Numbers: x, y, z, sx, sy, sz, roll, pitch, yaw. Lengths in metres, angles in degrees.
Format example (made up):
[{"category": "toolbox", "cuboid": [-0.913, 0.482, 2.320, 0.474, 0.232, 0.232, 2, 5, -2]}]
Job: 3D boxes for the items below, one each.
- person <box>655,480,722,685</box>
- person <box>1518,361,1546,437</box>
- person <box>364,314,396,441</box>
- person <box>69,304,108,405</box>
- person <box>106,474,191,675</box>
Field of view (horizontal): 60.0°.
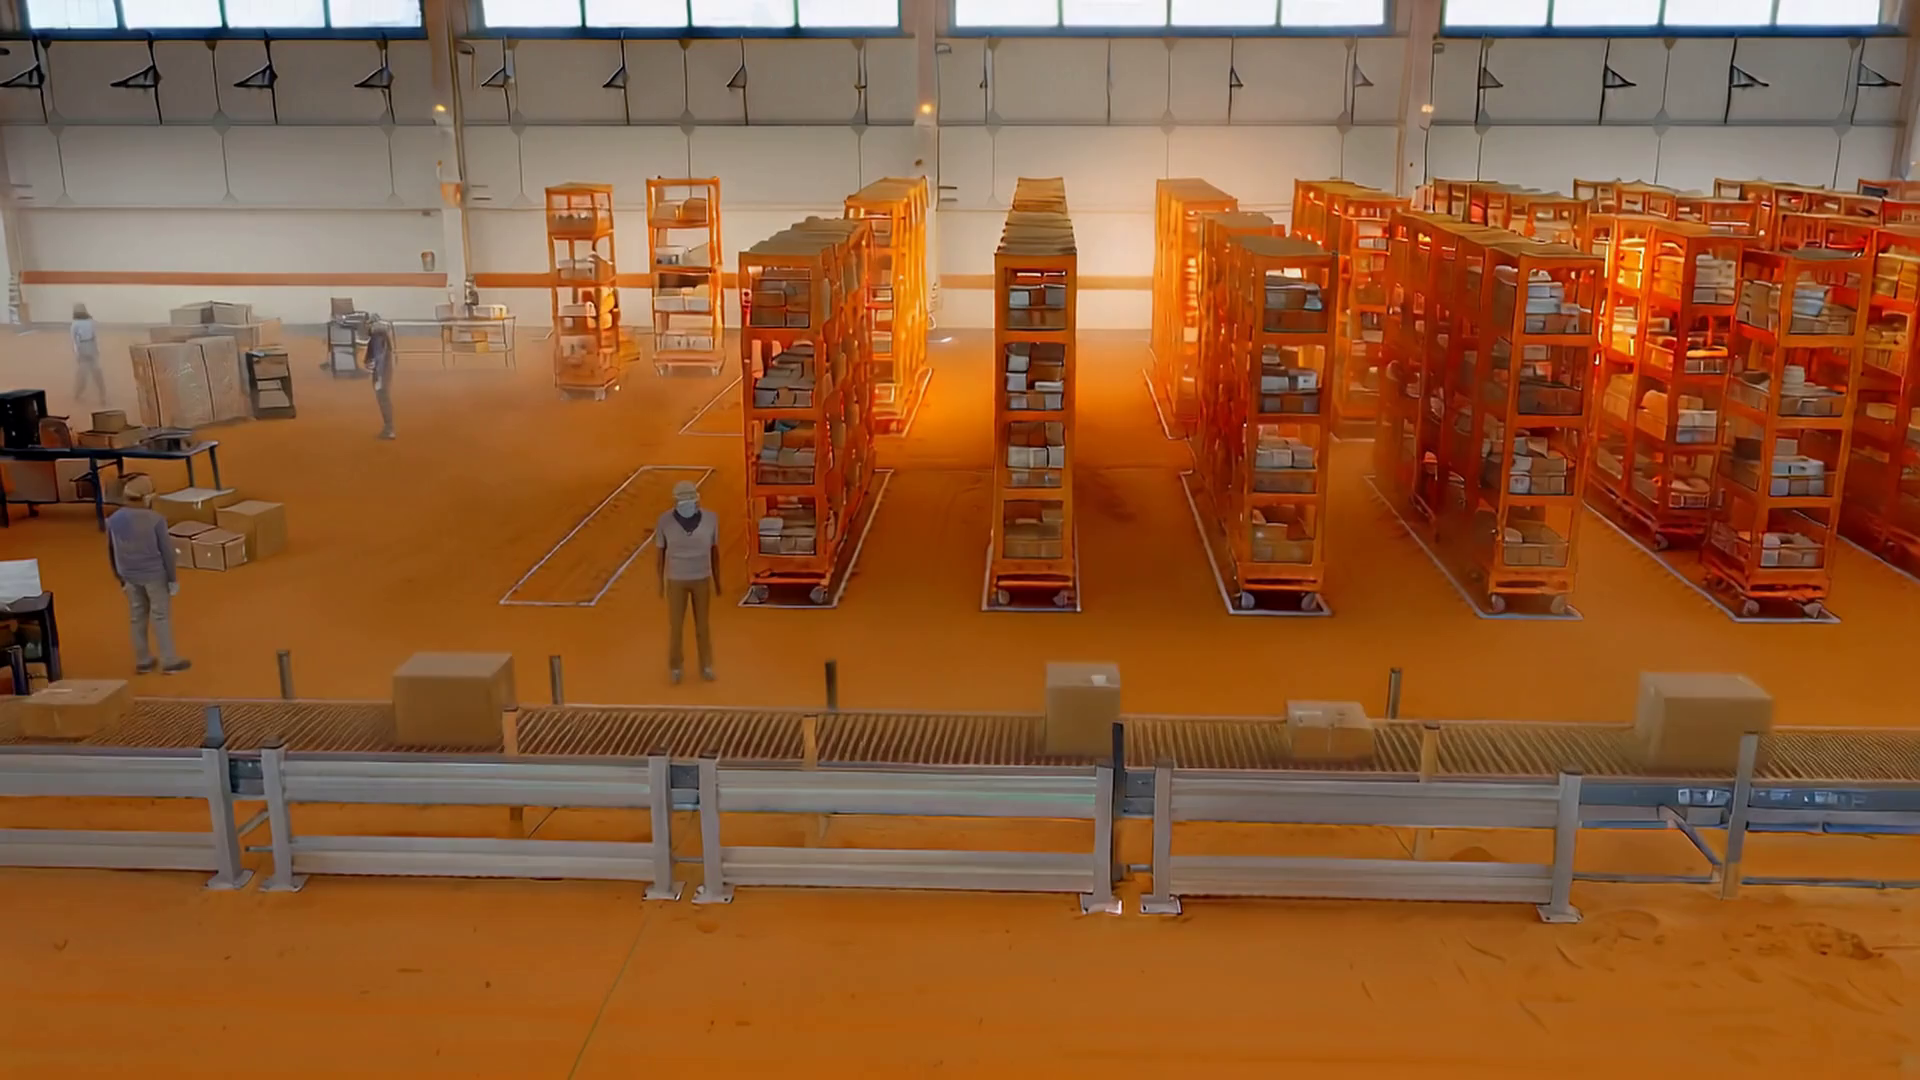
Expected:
[{"category": "person", "cuboid": [-2.392, 0.357, 14.716, 0.565, 1.845, 0.387, -5, 16, -17]}, {"category": "person", "cuboid": [7.404, -1.414, 21.392, 0.587, 1.786, 0.816, 0, 15, 1]}, {"category": "person", "cuboid": [-8.728, -2.451, 25.022, 0.406, 1.911, 0.639, -3, 15, -12]}, {"category": "person", "cuboid": [-14.664, -3.119, 27.931, 0.936, 1.688, 0.488, 12, 19, 38]}, {"category": "person", "cuboid": [-7.269, 0.314, 14.900, 0.603, 1.830, 0.404, 3, 15, 11]}]
